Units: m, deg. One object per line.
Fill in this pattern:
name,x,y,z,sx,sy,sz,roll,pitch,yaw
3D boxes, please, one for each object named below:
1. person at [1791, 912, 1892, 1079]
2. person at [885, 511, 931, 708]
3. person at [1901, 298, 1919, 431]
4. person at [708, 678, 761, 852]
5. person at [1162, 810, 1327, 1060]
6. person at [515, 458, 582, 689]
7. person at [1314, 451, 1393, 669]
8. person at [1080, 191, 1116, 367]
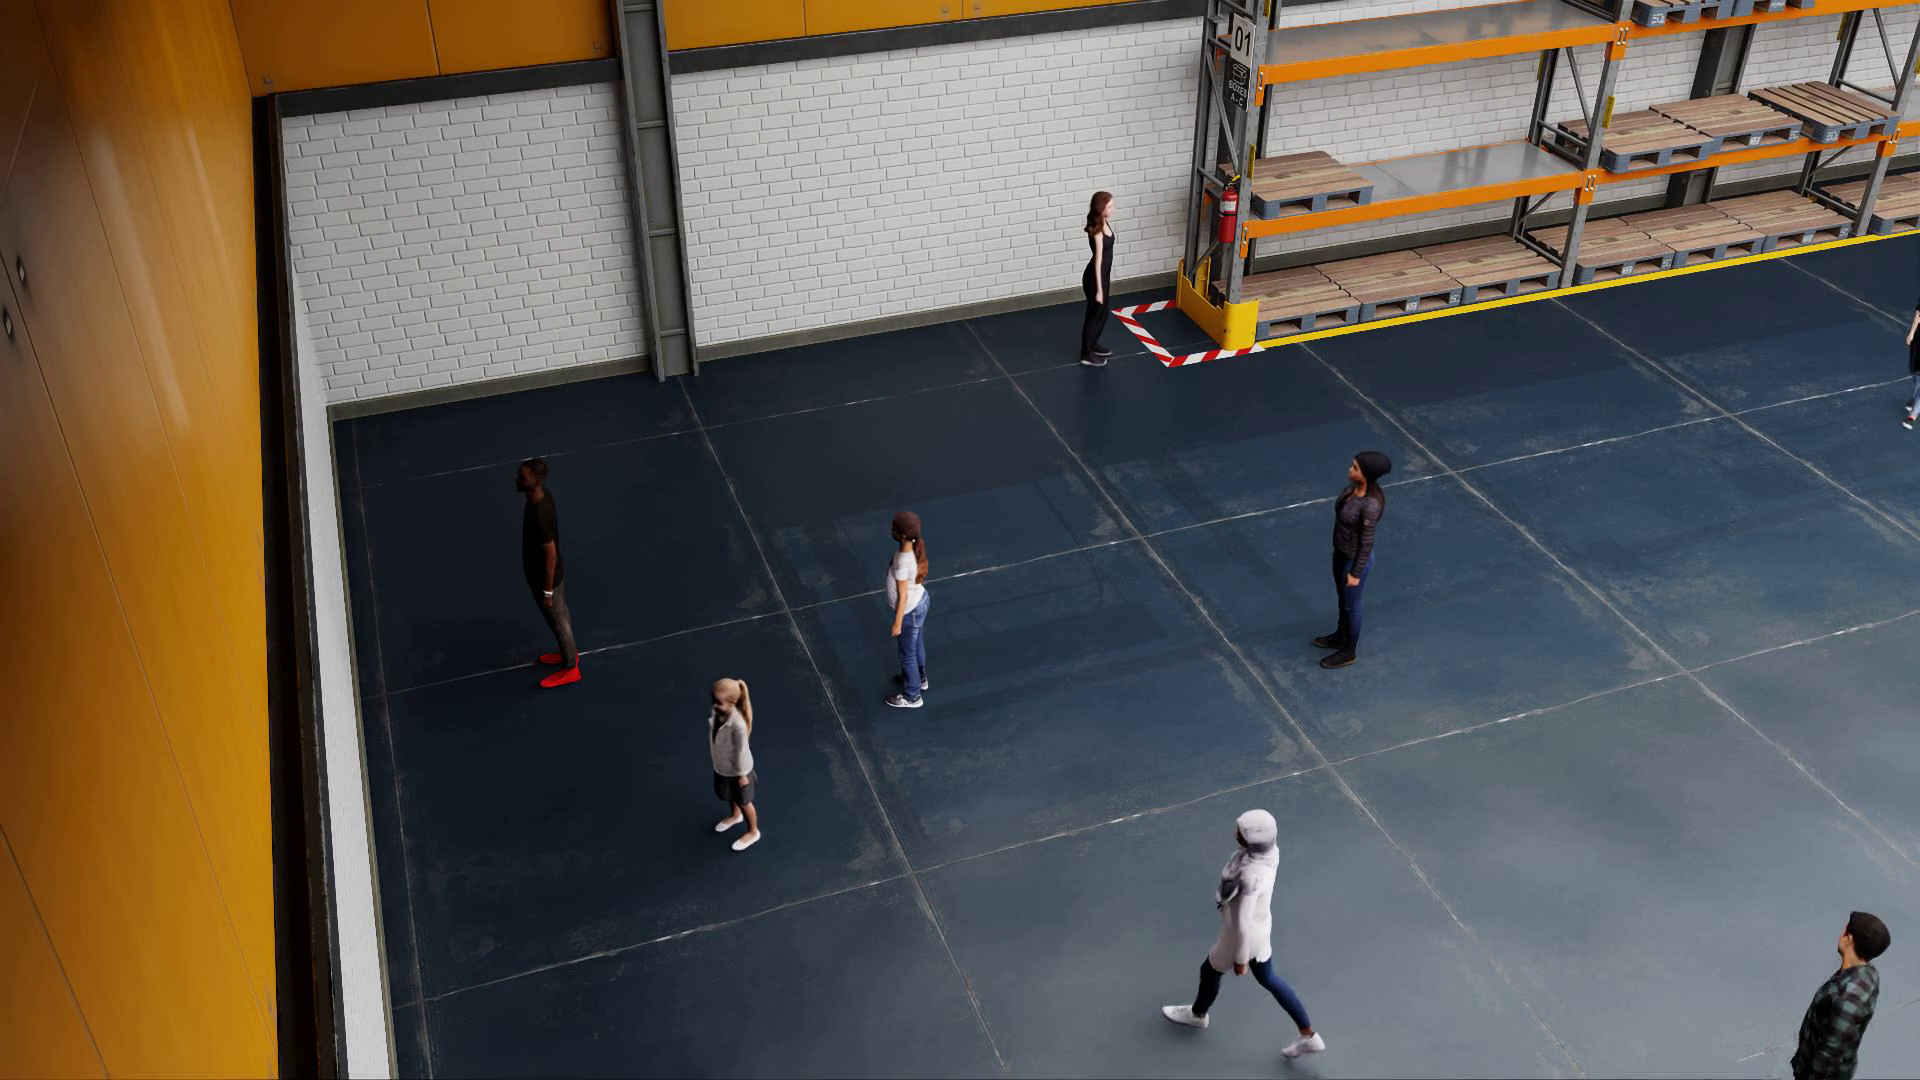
person,4.337,2.634,8.327,0.861,1.681,0.801,8,34,12
person,-0.358,0.460,11.548,0.662,1.563,0.625,8,34,12
person,8.786,-1.845,14.947,0.950,1.639,1.165,27,42,34
person,-1.422,1.378,10.430,0.593,1.272,0.571,-23,40,-30
person,1.622,2.135,8.874,1.204,1.734,1.150,15,37,22
person,-2.903,0.217,11.697,0.557,1.803,0.668,-8,34,-11
person,2.816,0.125,11.886,0.649,1.747,0.676,-2,34,-4
person,1.296,-2.500,15.840,0.690,1.742,0.673,7,34,10
